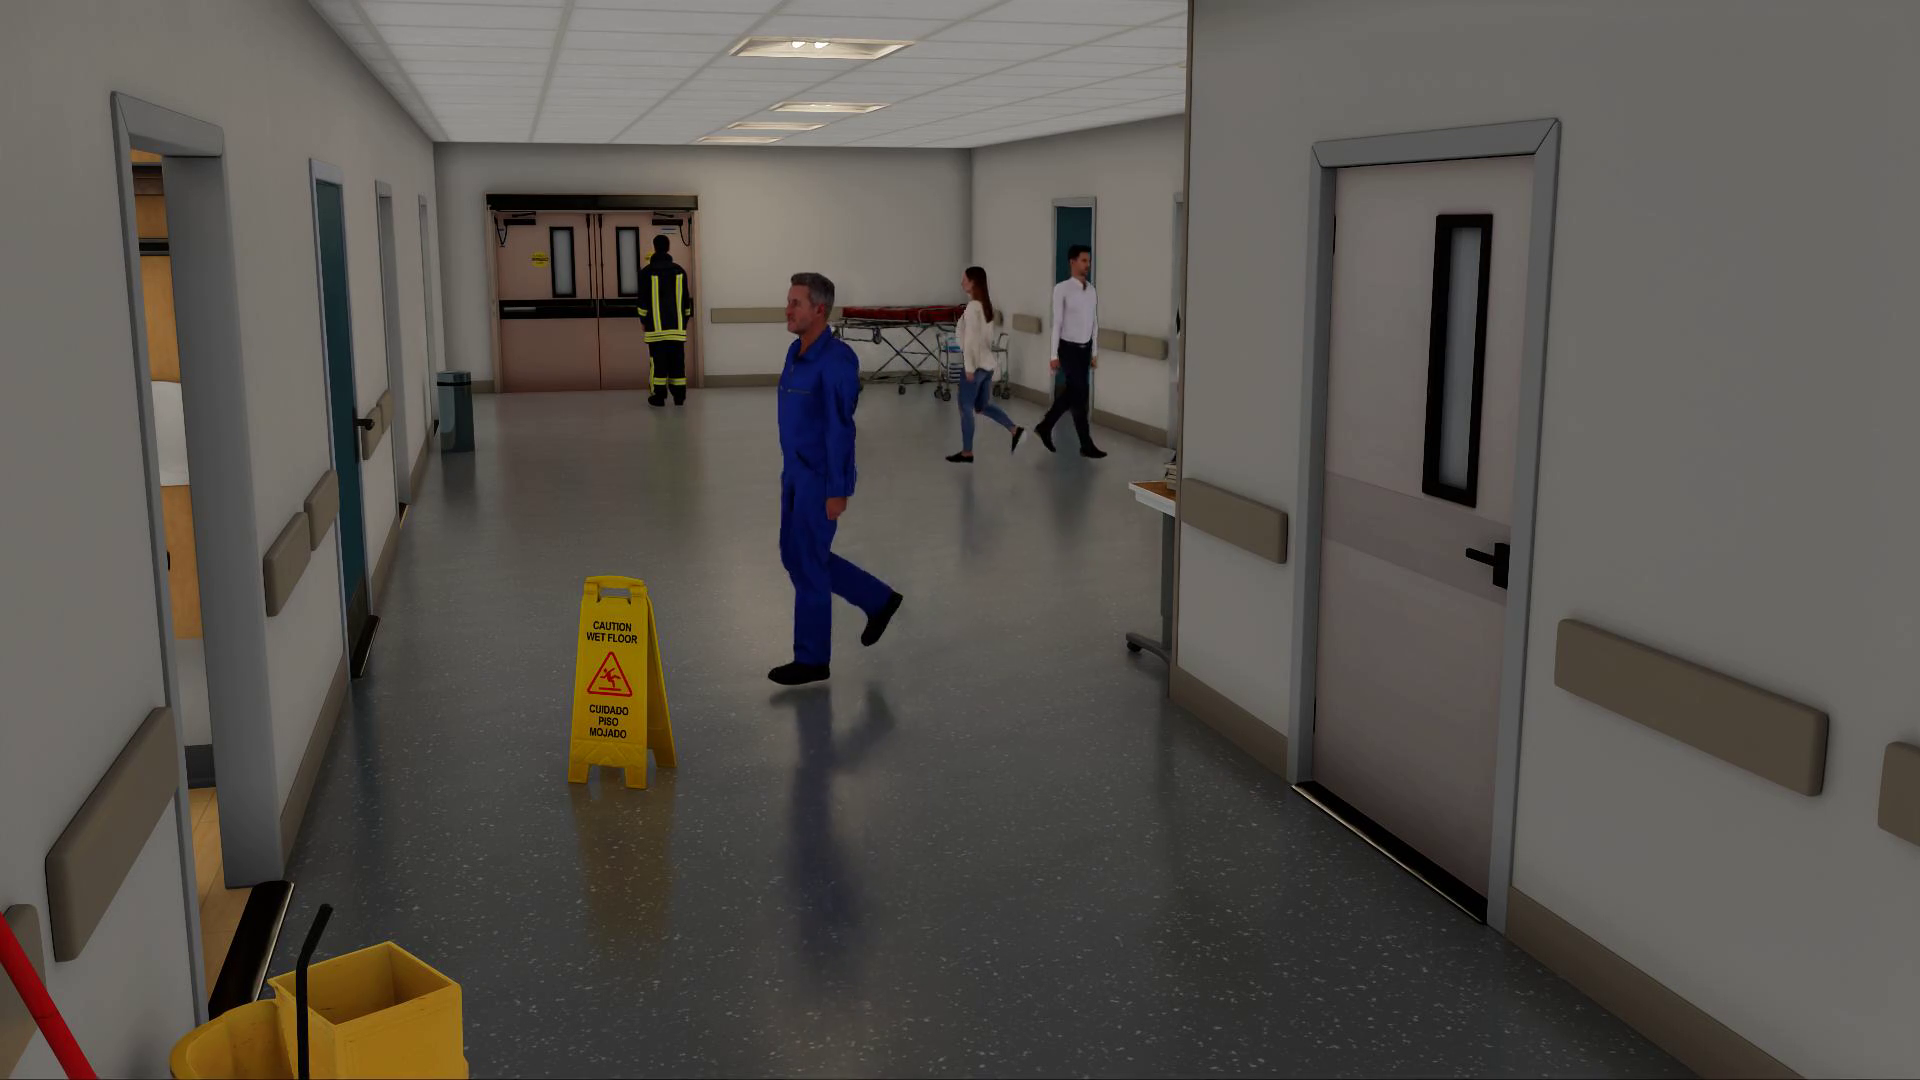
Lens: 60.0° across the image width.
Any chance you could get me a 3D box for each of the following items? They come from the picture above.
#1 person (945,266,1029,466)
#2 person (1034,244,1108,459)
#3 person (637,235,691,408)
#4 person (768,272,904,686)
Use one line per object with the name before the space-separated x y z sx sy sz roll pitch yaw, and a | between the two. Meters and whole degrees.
person | 0.231 -1.434 13.950 0.985 1.668 0.995 3 11 17
person | 0.944 -1.657 14.649 0.985 1.846 1.303 -9 14 -40
person | -3.342 -2.492 18.833 0.836 1.928 0.752 -6 12 -27
person | -0.569 -0.269 7.441 0.889 1.807 0.935 -5 12 -25
